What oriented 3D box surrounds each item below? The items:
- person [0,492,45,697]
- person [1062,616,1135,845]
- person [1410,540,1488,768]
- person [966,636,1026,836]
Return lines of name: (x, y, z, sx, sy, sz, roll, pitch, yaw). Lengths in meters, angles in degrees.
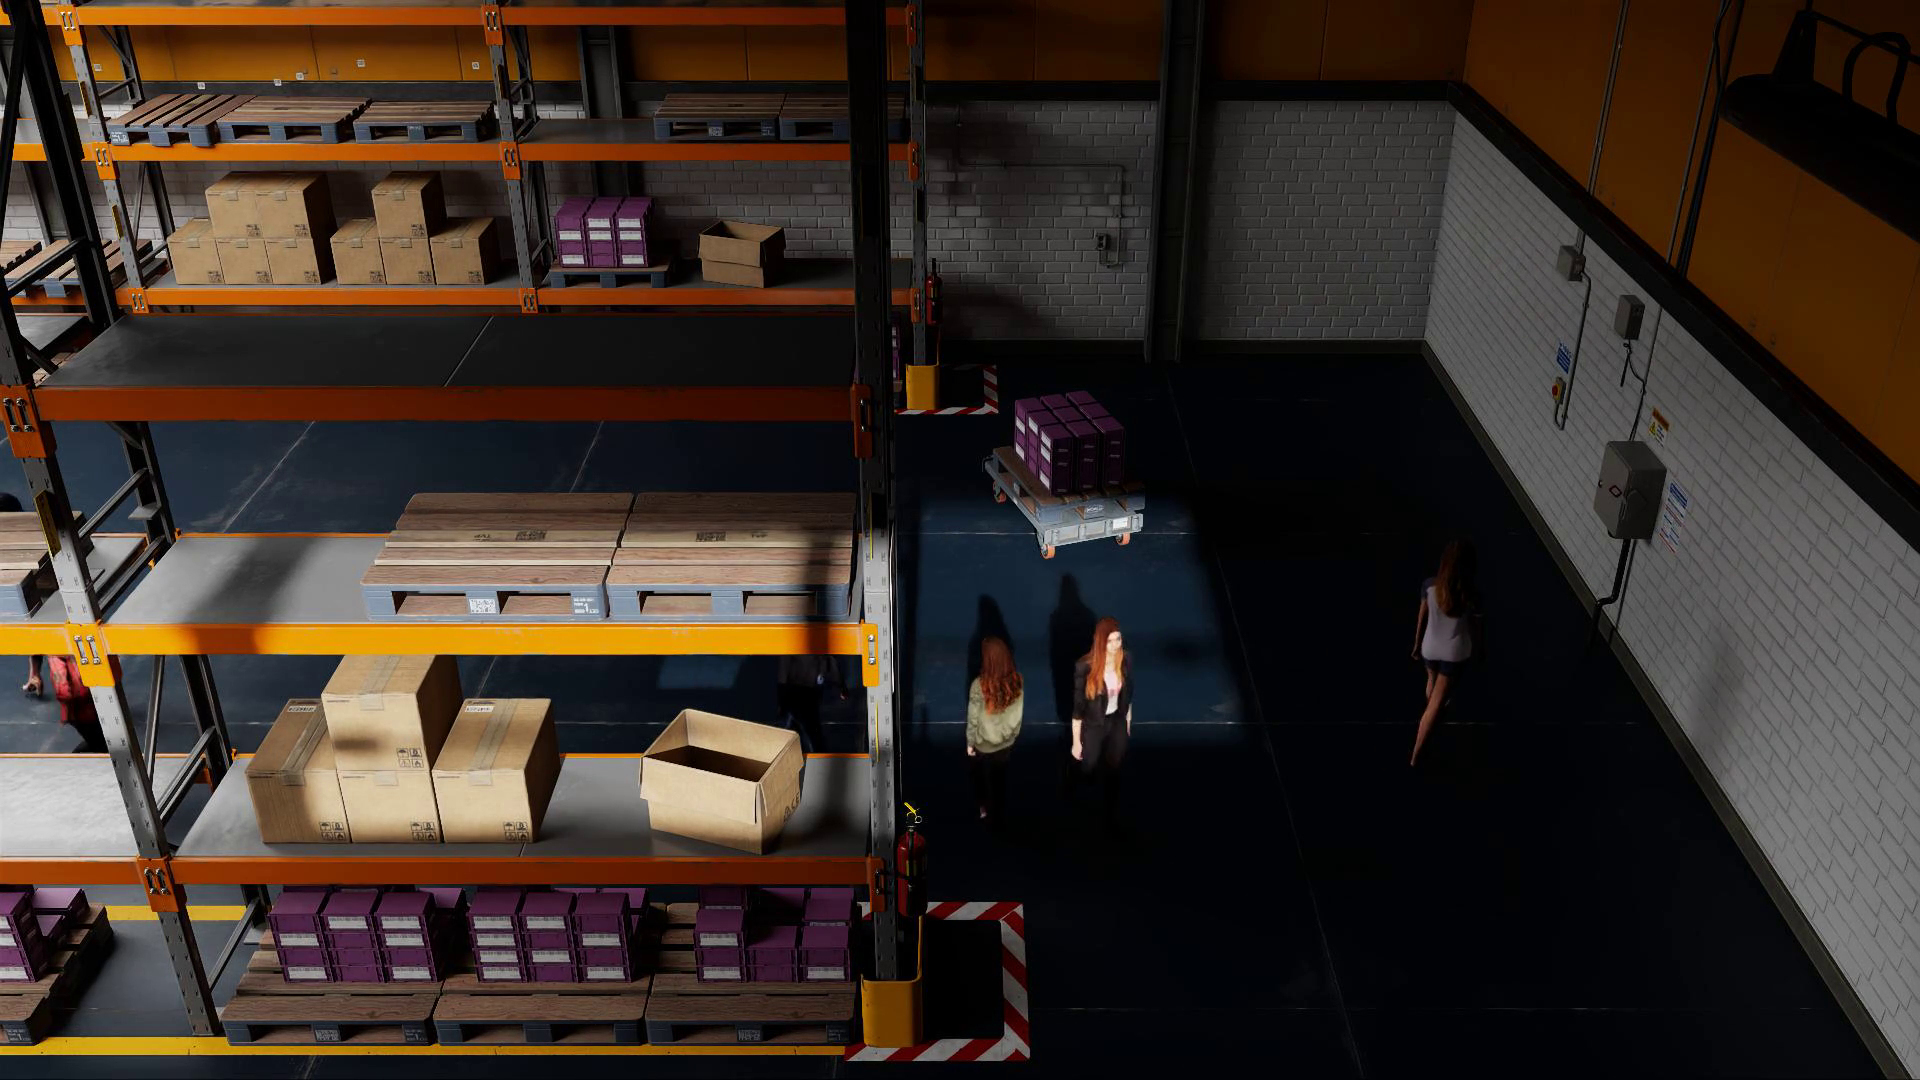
person: (-6.793, 0.496, 12.284, 1.222, 1.740, 0.846, 8, 30, 15)
person: (0.885, 1.206, 11.025, 0.930, 1.700, 0.909, -15, 32, -25)
person: (3.377, 0.848, 11.702, 1.060, 1.680, 1.067, 21, 35, 34)
person: (0.257, 1.345, 11.021, 0.620, 1.460, 0.740, -14, 32, -24)
